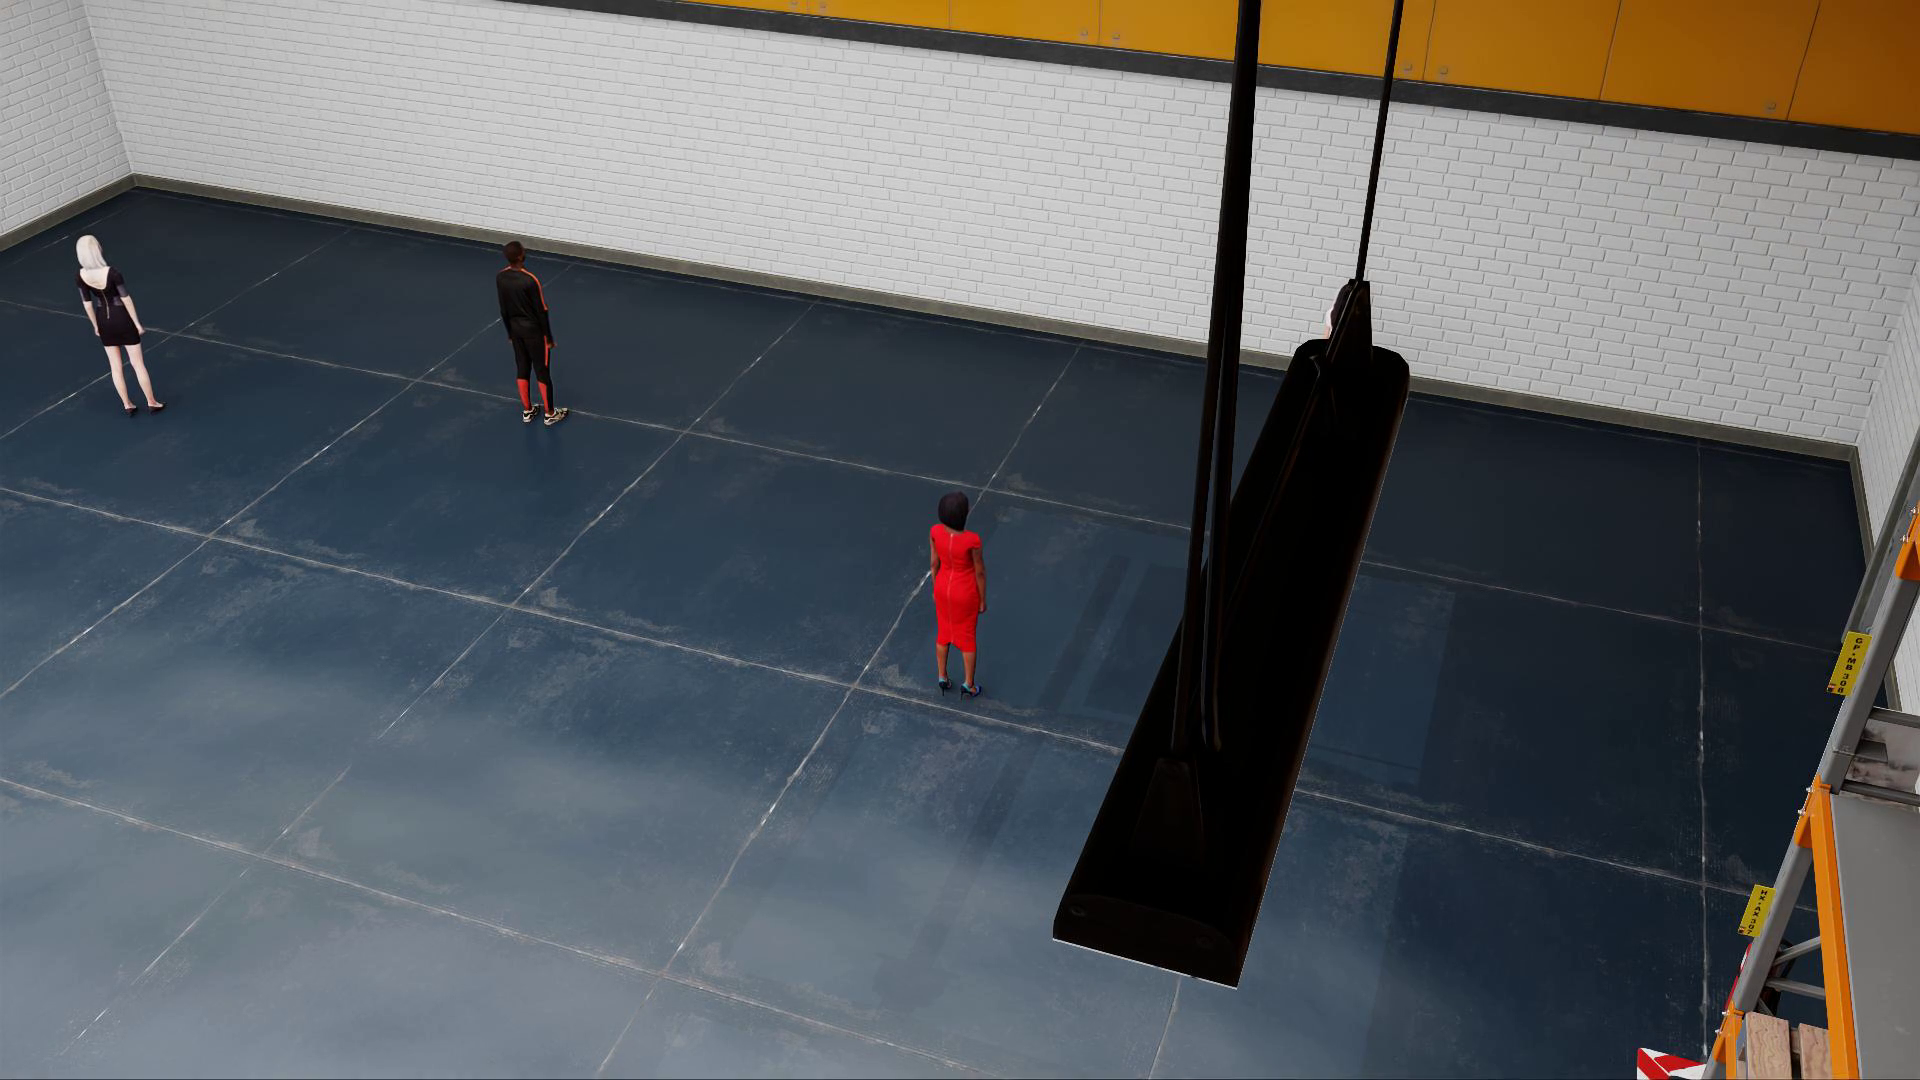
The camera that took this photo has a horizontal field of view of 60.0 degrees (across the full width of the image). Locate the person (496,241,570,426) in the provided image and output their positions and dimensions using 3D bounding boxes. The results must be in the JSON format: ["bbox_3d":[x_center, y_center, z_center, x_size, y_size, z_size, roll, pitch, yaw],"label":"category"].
[{"bbox_3d":[-4.017,-1.928,15.444,0.614,1.807,0.518,12,35,17],"label":"person"}]

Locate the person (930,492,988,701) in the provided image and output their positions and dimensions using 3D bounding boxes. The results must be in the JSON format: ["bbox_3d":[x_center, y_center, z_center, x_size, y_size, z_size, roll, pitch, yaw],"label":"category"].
[{"bbox_3d":[-0.025,0.407,11.990,0.580,1.743,0.515,15,36,21],"label":"person"}]

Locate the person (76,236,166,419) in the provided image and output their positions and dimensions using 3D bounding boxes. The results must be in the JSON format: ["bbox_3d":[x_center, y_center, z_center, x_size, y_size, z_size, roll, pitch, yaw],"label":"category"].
[{"bbox_3d":[-7.875,-1.991,15.520,0.649,1.829,0.641,-3,34,-5],"label":"person"}]
